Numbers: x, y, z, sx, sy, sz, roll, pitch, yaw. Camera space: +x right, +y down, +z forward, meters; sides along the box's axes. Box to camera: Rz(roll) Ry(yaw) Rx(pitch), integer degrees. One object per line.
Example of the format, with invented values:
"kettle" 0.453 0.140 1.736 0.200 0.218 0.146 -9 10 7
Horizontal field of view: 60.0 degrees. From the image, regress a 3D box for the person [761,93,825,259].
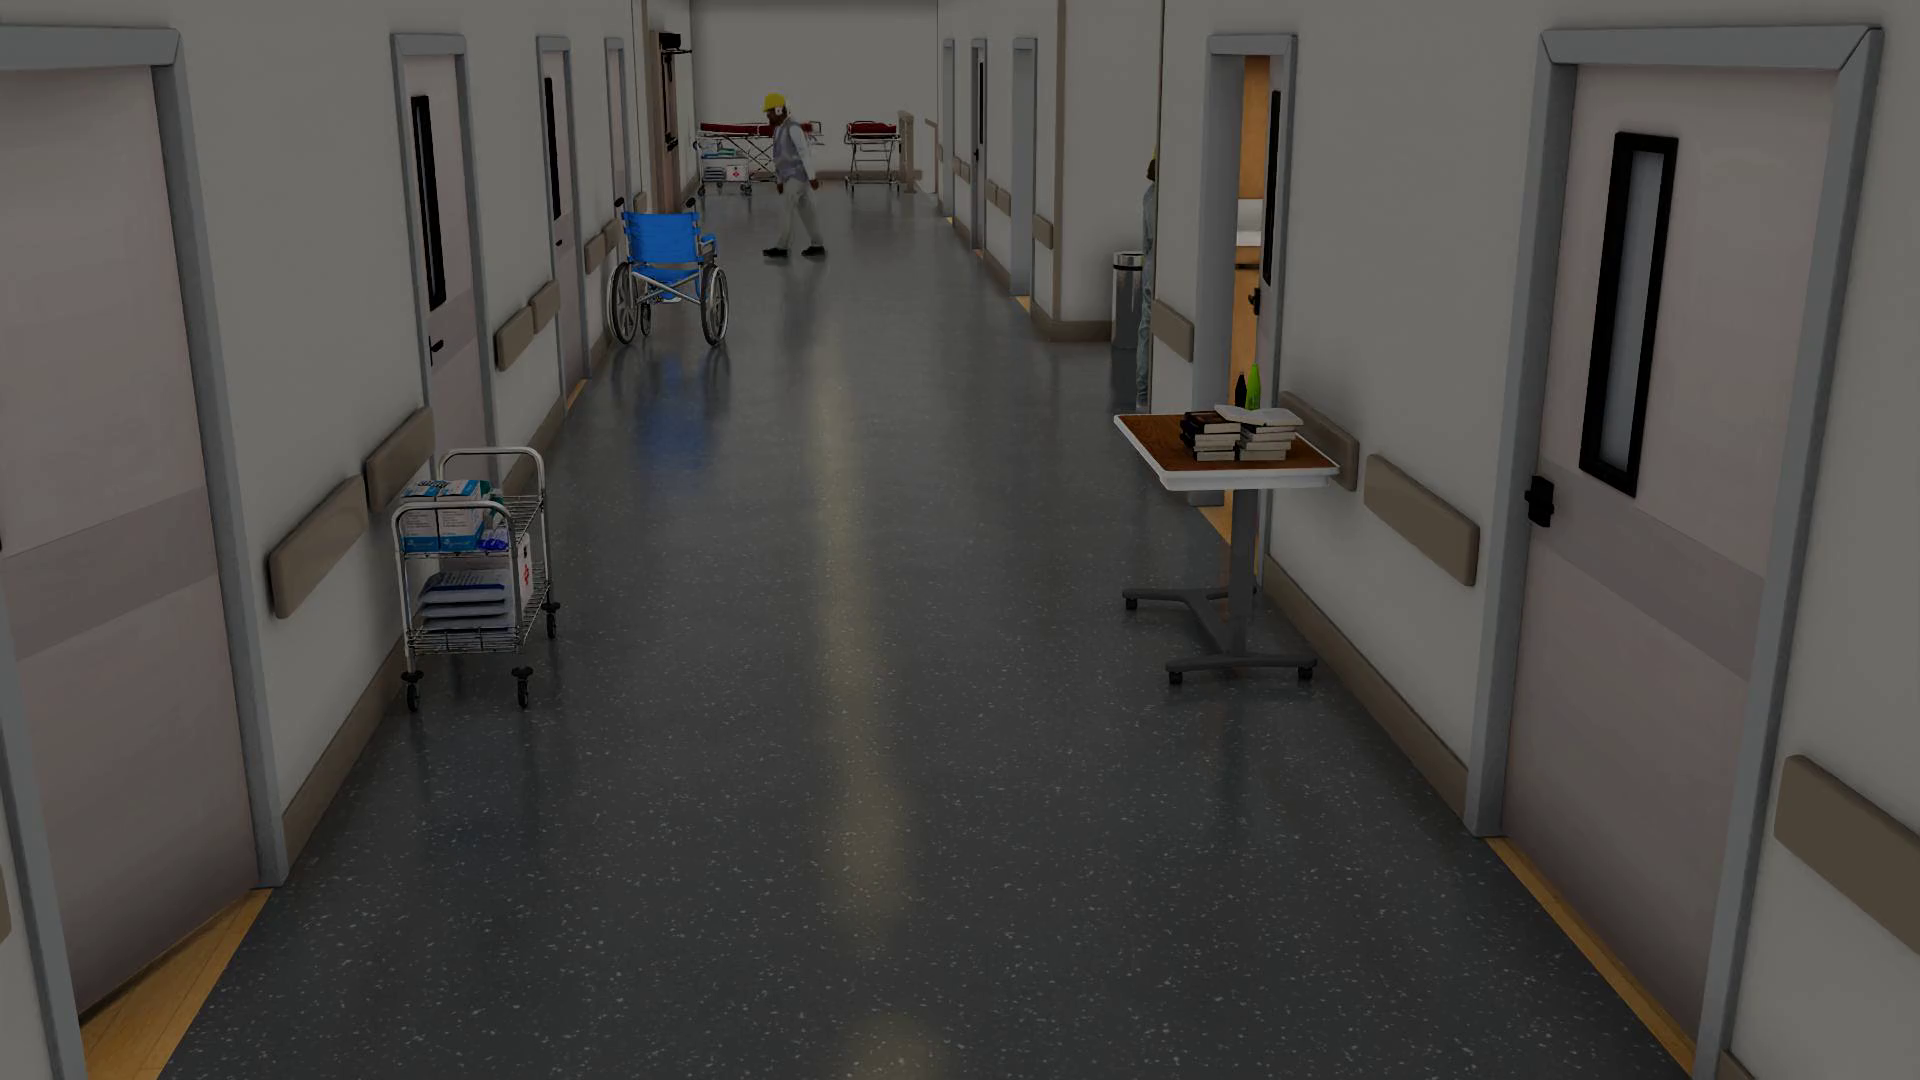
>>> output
"person" -1.868 -3.978 18.223 0.858 1.763 0.616 -6 18 -19
